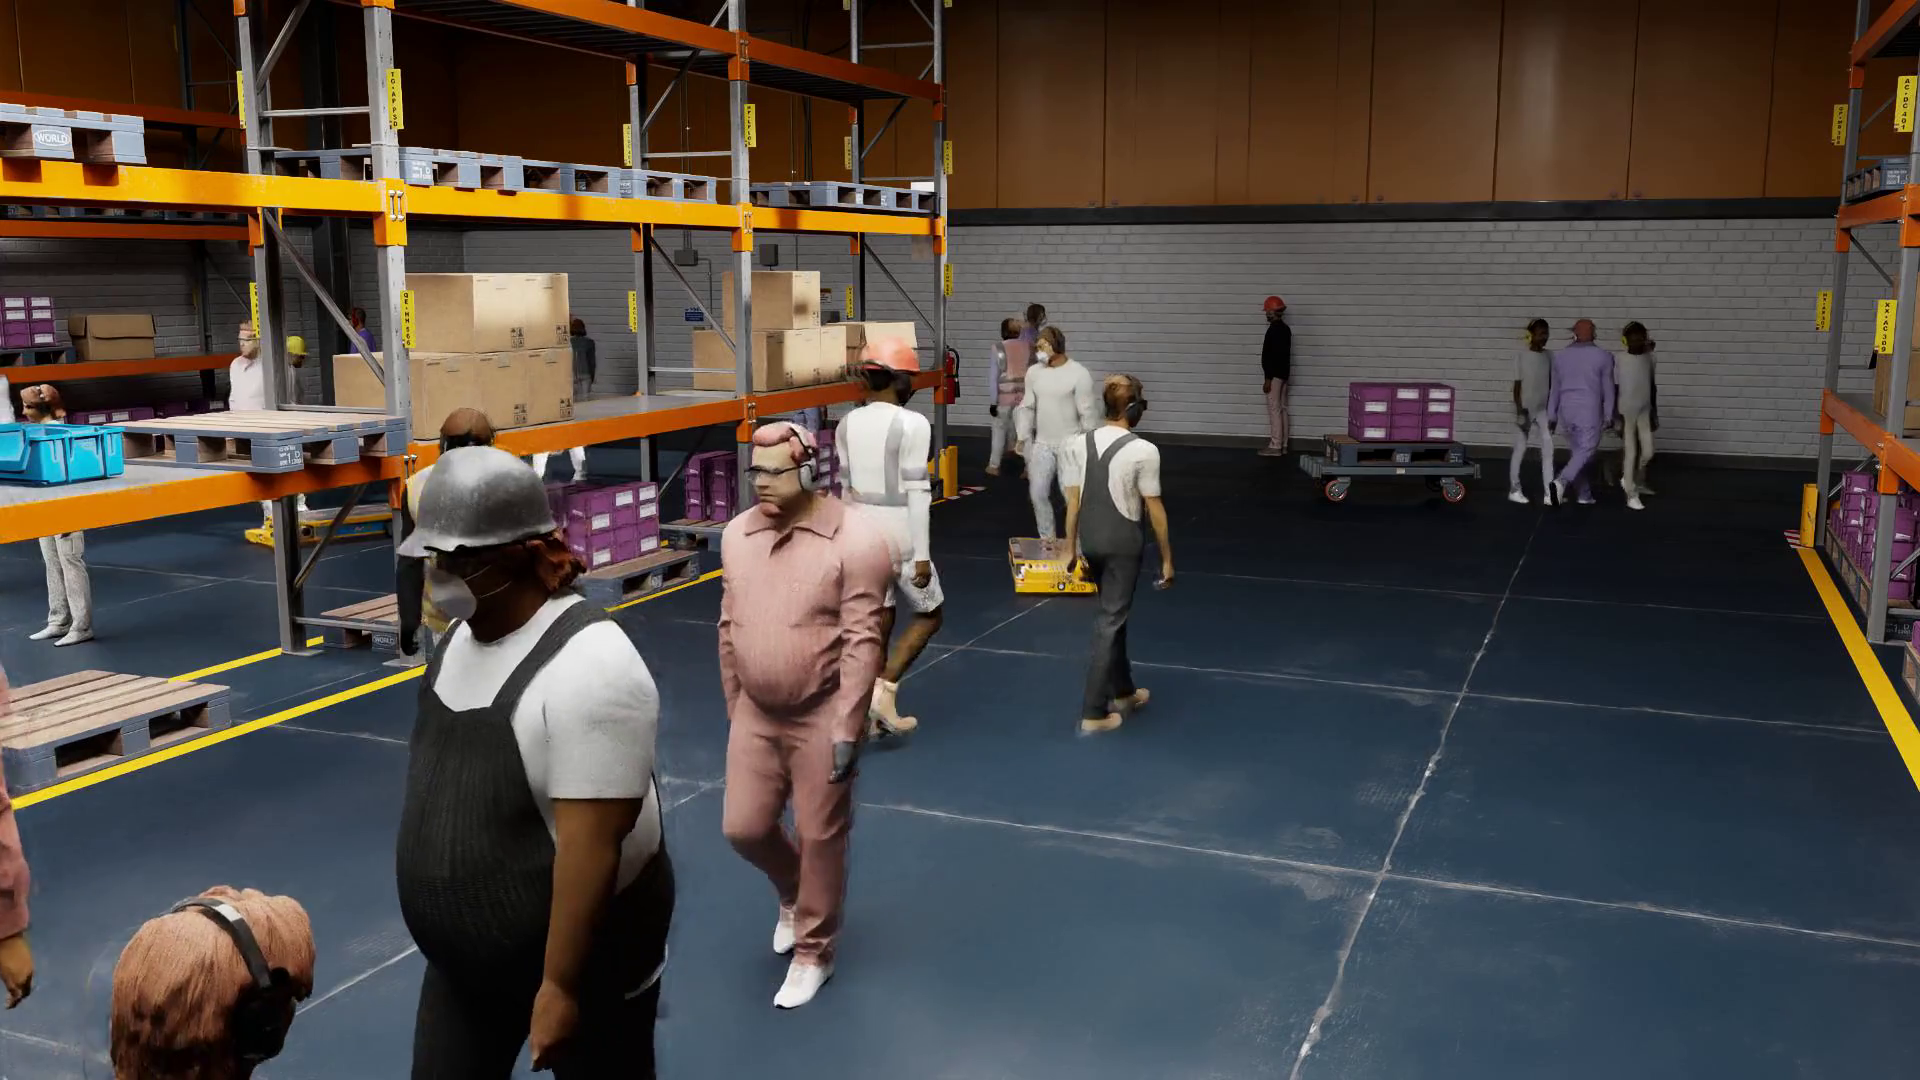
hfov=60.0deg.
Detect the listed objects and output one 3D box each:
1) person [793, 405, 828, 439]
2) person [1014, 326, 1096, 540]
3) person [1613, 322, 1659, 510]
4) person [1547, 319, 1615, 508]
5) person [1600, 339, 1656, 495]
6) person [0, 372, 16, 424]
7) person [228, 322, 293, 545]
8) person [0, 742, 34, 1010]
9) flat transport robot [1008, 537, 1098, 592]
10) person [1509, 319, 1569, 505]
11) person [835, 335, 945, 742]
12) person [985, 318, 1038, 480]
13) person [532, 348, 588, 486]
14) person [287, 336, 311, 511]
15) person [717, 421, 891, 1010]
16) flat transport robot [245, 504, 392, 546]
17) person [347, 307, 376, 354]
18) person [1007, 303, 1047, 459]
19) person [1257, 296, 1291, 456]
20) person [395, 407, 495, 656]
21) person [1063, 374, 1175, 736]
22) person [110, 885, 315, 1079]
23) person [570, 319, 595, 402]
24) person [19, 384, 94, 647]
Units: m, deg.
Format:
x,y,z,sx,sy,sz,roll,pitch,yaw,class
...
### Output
x,y,z,sx,sy,sz,roll,pitch,yaw,class
-1.604,-1.424,17.703,0.522,1.769,0.311,8,12,40,person
0.736,-0.710,12.972,0.643,1.902,0.516,8,13,41,person
6.549,-1.207,16.178,0.577,1.830,0.528,-1,9,-7,person
6.033,-1.226,16.252,0.875,1.866,0.633,-7,12,-37,person
6.968,-1.277,17.198,0.533,1.623,0.464,-8,12,-41,person
-8.300,-0.851,14.093,0.595,1.815,0.546,1,9,5,person
-5.976,-0.914,14.219,0.667,1.892,0.461,4,10,24,person
-2.341,0.801,3.666,0.633,1.964,0.941,1,9,6,person
0.716,0.172,12.543,0.652,0.197,1.431,0,10,0,flat transport robot
5.722,-1.241,16.365,0.521,1.836,0.863,-2,10,-14,person
-0.335,0.010,8.213,0.628,2.025,0.440,9,13,43,person
0.596,-1.573,18.527,0.641,1.799,0.963,-4,10,-24,person
-4.307,-1.418,17.404,0.884,1.848,0.588,-6,11,-34,person
-6.211,-1.030,15.449,0.526,1.709,0.595,-7,12,-36,person
-0.517,0.553,5.370,0.642,1.888,0.484,4,10,25,person
-5.374,-0.144,14.467,1.431,0.197,0.652,-9,13,-44,flat transport robot
-7.550,-2.027,21.129,0.396,1.841,0.565,-3,10,-17,person
0.998,-1.917,20.252,0.938,1.901,0.655,2,10,13,person
3.927,-2.044,20.774,0.394,1.990,0.618,5,11,30,person
-2.056,0.337,6.994,0.668,1.776,1.012,0,9,3,person
0.870,0.064,8.516,0.549,1.814,0.809,9,13,43,person
-0.968,1.246,1.993,0.532,1.617,0.639,5,11,29,person
-5.432,-2.331,23.653,0.514,1.619,0.518,-6,11,-34,person
-5.663,-0.157,10.408,0.512,1.639,0.311,7,12,37,person
